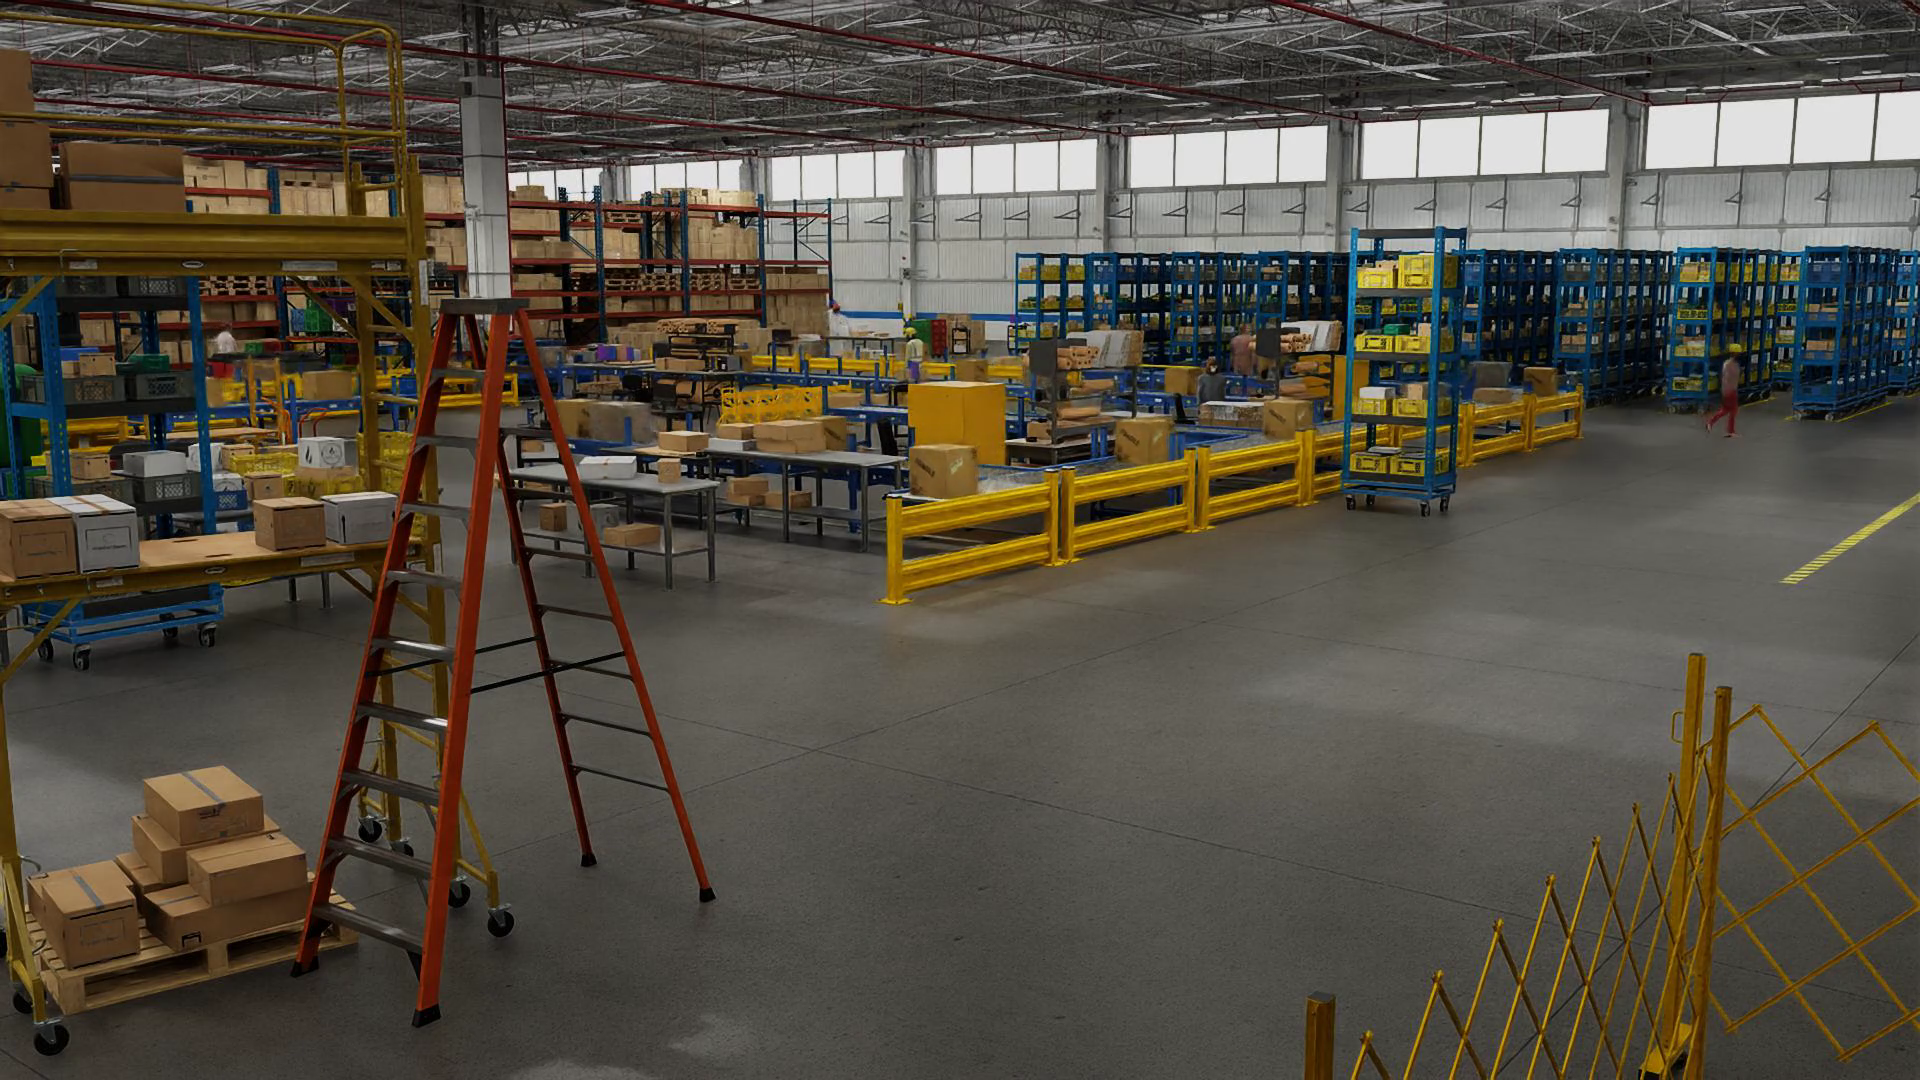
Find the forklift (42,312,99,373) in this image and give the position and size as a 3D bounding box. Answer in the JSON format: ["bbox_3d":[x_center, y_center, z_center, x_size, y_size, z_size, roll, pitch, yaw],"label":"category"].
[{"bbox_3d":[-23.779,-5.451,44.052,1.873,2.768,1.129,7,11,36],"label":"forklift"}]

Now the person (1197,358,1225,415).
[{"bbox_3d":[4.199,-2.228,27.816,0.504,1.632,0.270,-2,9,-13],"label":"person"}]

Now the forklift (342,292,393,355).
[{"bbox_3d":[-16.485,-5.622,45.120,1.129,2.768,1.873,7,11,37],"label":"forklift"}]

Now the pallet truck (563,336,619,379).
[{"bbox_3d":[-10.690,-5.294,48.215,1.601,1.201,0.680,-5,10,-26],"label":"pallet truck"}]

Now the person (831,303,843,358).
[{"bbox_3d":[-4.172,-7.115,57.111,0.736,2.020,0.618,4,10,22],"label":"person"}]

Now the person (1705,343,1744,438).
[{"bbox_3d":[14.231,-2.774,30.846,0.540,1.751,0.530,-7,11,-37],"label":"person"}]

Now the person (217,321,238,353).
[{"bbox_3d":[-18.070,-4.454,40.962,0.651,1.875,0.881,8,12,41],"label":"person"}]

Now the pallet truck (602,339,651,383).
[{"bbox_3d":[-8.991,-4.871,45.351,0.653,1.274,1.630,7,11,37],"label":"pallet truck"}]

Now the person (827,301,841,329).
[{"bbox_3d":[-5.010,-8.654,66.981,0.654,1.928,0.557,7,11,35],"label":"person"}]

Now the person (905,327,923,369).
[{"bbox_3d":[-1.076,-4.030,38.533,0.409,1.814,0.617,5,11,31],"label":"person"}]

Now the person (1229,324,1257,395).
[{"bbox_3d":[6.596,-4.045,38.436,0.790,1.870,0.457,7,12,38],"label":"person"}]
